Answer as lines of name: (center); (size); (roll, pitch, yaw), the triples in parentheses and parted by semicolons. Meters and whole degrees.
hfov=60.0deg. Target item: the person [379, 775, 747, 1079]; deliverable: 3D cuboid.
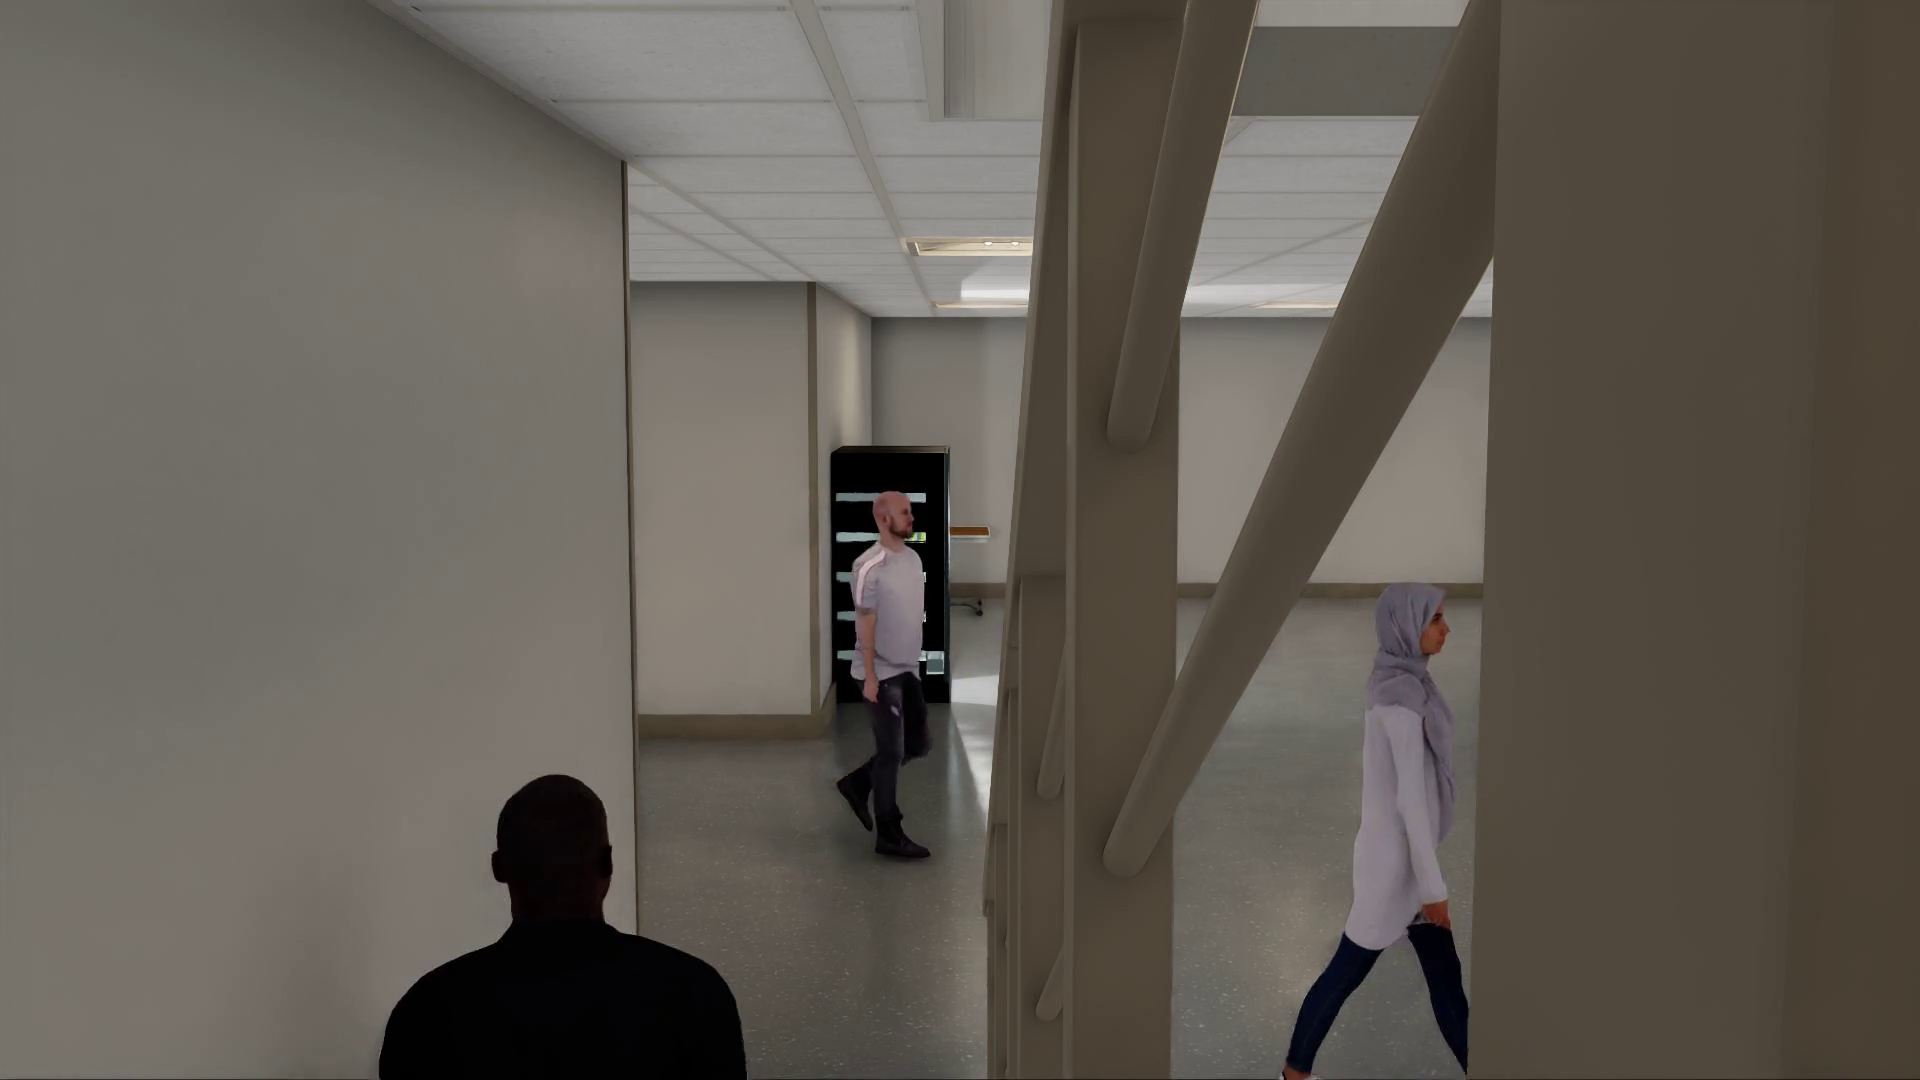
person: (-0.569, 1.259, 2.446); (0.733, 1.811, 0.724); (0, 6, -3)

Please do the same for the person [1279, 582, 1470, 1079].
person: (1.264, 1.028, 5.171); (0.971, 1.725, 1.149); (2, 6, 21)

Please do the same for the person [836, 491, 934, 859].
person: (-0.428, 0.666, 8.317); (0.959, 1.815, 0.947); (4, 7, 31)
